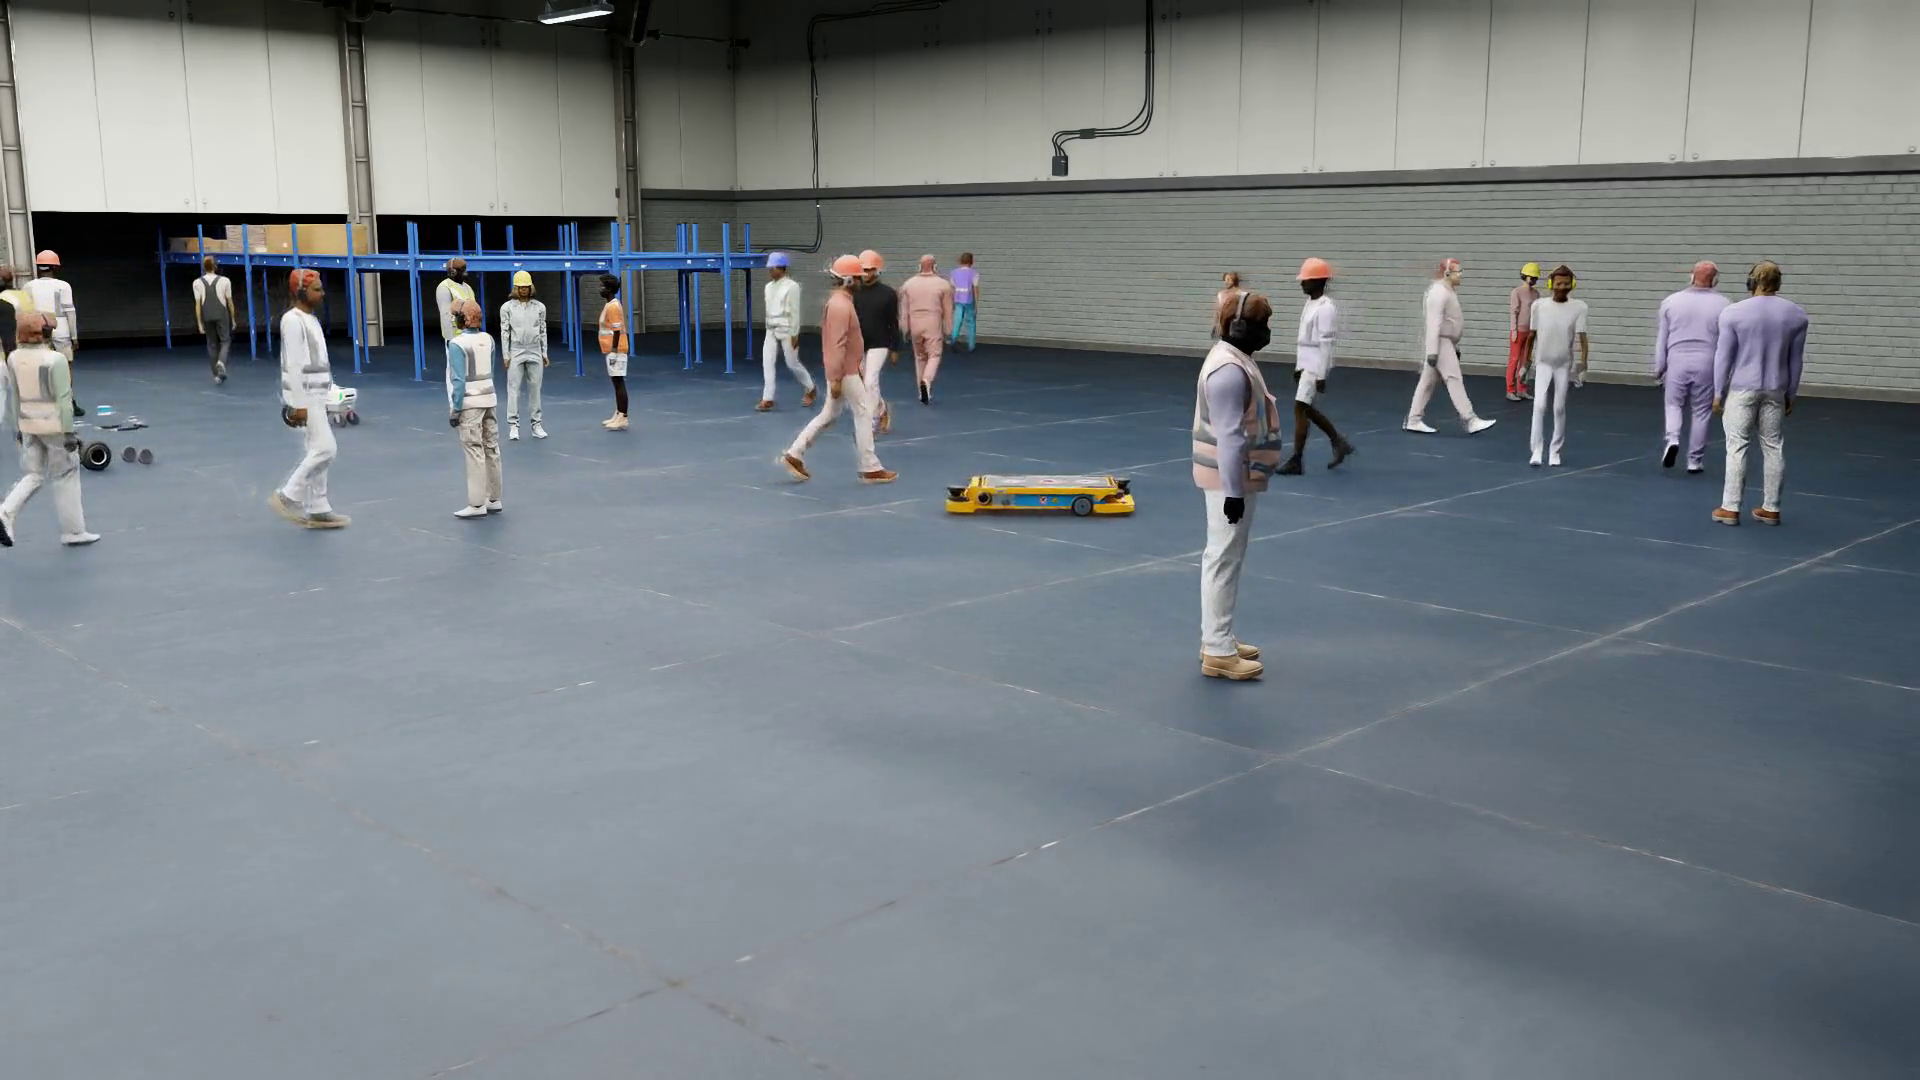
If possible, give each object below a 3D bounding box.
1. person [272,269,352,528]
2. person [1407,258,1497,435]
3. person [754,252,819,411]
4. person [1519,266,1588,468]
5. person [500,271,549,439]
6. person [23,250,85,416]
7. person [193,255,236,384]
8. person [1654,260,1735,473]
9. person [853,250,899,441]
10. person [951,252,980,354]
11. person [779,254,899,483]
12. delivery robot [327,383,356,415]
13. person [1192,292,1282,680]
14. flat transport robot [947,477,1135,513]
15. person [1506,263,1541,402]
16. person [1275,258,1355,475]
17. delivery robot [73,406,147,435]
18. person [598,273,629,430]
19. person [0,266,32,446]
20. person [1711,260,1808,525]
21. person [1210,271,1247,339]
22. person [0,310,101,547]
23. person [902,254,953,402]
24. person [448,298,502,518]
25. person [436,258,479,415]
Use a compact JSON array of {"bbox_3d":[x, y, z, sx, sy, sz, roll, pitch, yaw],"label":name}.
[{"bbox_3d":[-4.675,-1.010,11.986,0.423,1.873,0.599,-1,10,-8],"label":"person"},{"bbox_3d":[5.227,-2.038,17.620,0.960,1.855,0.673,4,11,20],"label":"person"},{"bbox_3d":[-2.122,-2.544,20.251,0.615,1.917,0.897,9,14,41],"label":"person"},{"bbox_3d":[5.389,-1.554,15.094,0.591,1.823,0.898,4,11,20],"label":"person"},{"bbox_3d":[-4.535,-1.933,17.377,0.491,1.743,0.324,-6,12,-31],"label":"person"},{"bbox_3d":[-10.616,-2.417,19.493,0.553,1.934,0.364,-1,10,-3],"label":"person"},{"bbox_3d":[-10.639,-3.143,23.748,0.526,1.831,0.635,-2,11,-13],"label":"person"},{"bbox_3d":[6.532,-1.530,14.788,0.662,1.888,0.493,6,12,29],"label":"person"},{"bbox_3d":[-0.910,-2.044,17.385,0.619,1.967,0.836,5,11,25],"label":"person"},{"bbox_3d":[0.076,-4.257,29.853,0.577,1.819,0.860,4,11,22],"label":"person"},{"bbox_3d":[-1.063,-1.456,14.226,0.980,1.962,0.621,-2,11,-10],"label":"person"},{"bbox_3d":[-7.153,-1.598,18.655,0.707,0.478,0.477,2,11,12],"label":"delivery robot"},{"bbox_3d":[1.339,-0.273,8.066,0.429,1.839,0.633,2,11,9],"label":"person"},{"bbox_3d":[0.621,-0.362,12.947,1.431,0.197,0.652,0,10,1],"label":"flat transport robot"},{"bbox_3d":[7.257,-2.671,21.357,0.524,1.763,0.321,-7,13,-35],"label":"person"},{"bbox_3d":[3.172,-1.549,14.825,0.766,1.916,0.571,0,10,0],"label":"person"},{"bbox_3d":[-7.890,-1.120,15.339,0.335,0.223,0.698,7,12,33],"label":"delivery robot"},{"bbox_3d":[-3.789,-2.062,18.207,0.322,1.696,0.536,-3,11,-14],"label":"person"},{"bbox_3d":[-9.516,-1.805,16.489,0.856,1.805,0.646,-2,11,-11],"label":"person"},{"bbox_3d":[5.867,-1.082,12.249,0.625,1.930,0.375,0,10,2],"label":"person"},{"bbox_3d":[3.628,-2.854,22.752,0.787,1.602,0.542,-9,14,-40],"label":"person"},{"bbox_3d":[-6.199,-0.733,11.185,0.523,1.617,0.658,4,11,20],"label":"person"},{"bbox_3d":[-0.431,-2.679,21.094,0.655,1.883,0.793,3,11,16],"label":"person"},{"bbox_3d":[-3.662,-0.993,12.534,0.313,1.642,0.513,3,11,17],"label":"person"},{"bbox_3d":[-5.912,-2.409,19.701,0.429,1.846,0.626,2,11,11],"label":"person"}]
